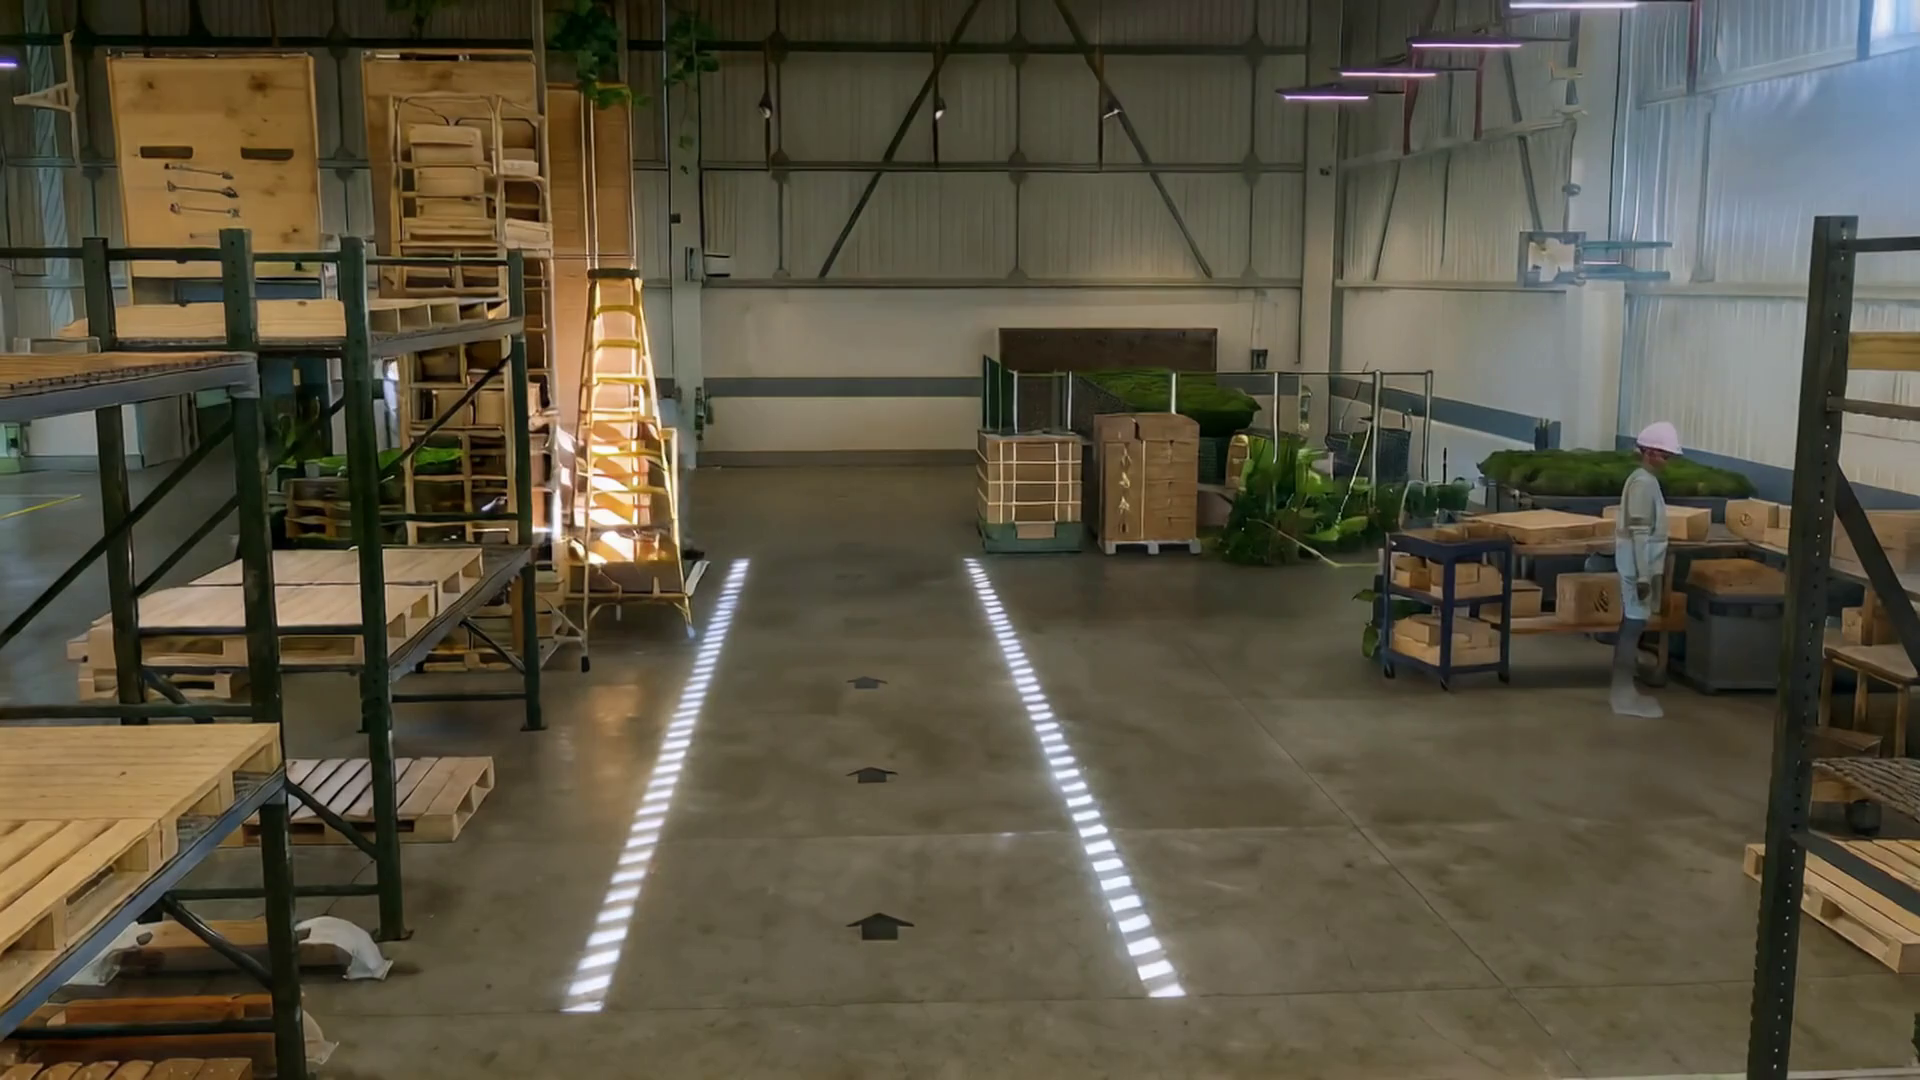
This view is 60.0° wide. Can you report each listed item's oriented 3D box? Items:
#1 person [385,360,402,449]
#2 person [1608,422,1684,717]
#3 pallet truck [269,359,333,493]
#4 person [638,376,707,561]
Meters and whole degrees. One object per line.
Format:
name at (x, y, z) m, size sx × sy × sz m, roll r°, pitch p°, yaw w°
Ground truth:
person at (-8.296, -1.827, 24.496) m, size 0.309 × 1.637 × 0.518 m, roll 0°, pitch 9°, yaw -3°
person at (4.510, 0.183, 10.951) m, size 0.382 × 1.930 × 0.547 m, roll 3°, pitch 10°, yaw 19°
pallet truck at (-7.062, -1.131, 18.996) m, size 1.885 × 1.965 × 0.823 m, roll 2°, pitch 9°, yaw 13°
person at (-2.954, -0.706, 16.681) m, size 0.797 × 1.896 × 0.417 m, roll 0°, pitch 9°, yaw 1°
